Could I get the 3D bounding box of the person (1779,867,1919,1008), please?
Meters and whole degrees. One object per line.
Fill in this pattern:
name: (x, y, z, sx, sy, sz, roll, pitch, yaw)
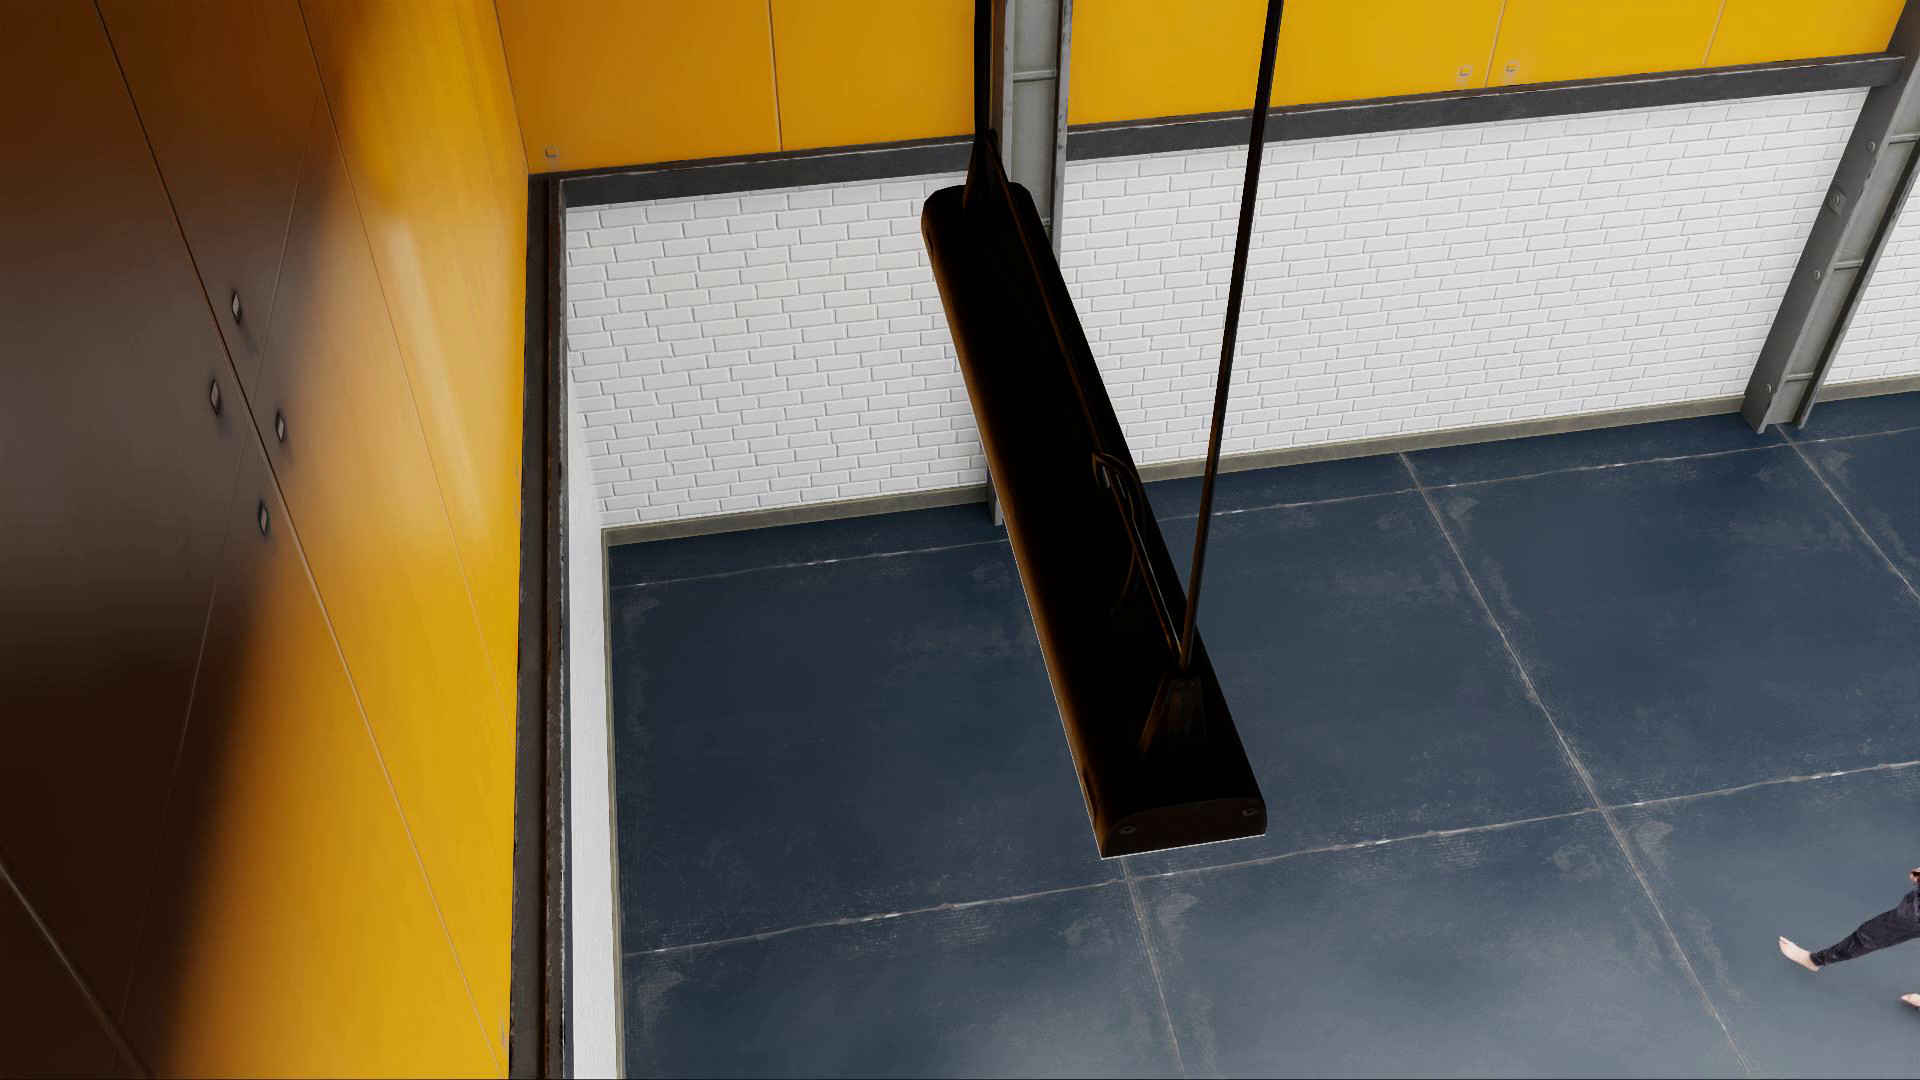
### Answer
person: (5.191, 1.964, 8.674, 1.132, 1.714, 1.131, 29, 51, 27)
